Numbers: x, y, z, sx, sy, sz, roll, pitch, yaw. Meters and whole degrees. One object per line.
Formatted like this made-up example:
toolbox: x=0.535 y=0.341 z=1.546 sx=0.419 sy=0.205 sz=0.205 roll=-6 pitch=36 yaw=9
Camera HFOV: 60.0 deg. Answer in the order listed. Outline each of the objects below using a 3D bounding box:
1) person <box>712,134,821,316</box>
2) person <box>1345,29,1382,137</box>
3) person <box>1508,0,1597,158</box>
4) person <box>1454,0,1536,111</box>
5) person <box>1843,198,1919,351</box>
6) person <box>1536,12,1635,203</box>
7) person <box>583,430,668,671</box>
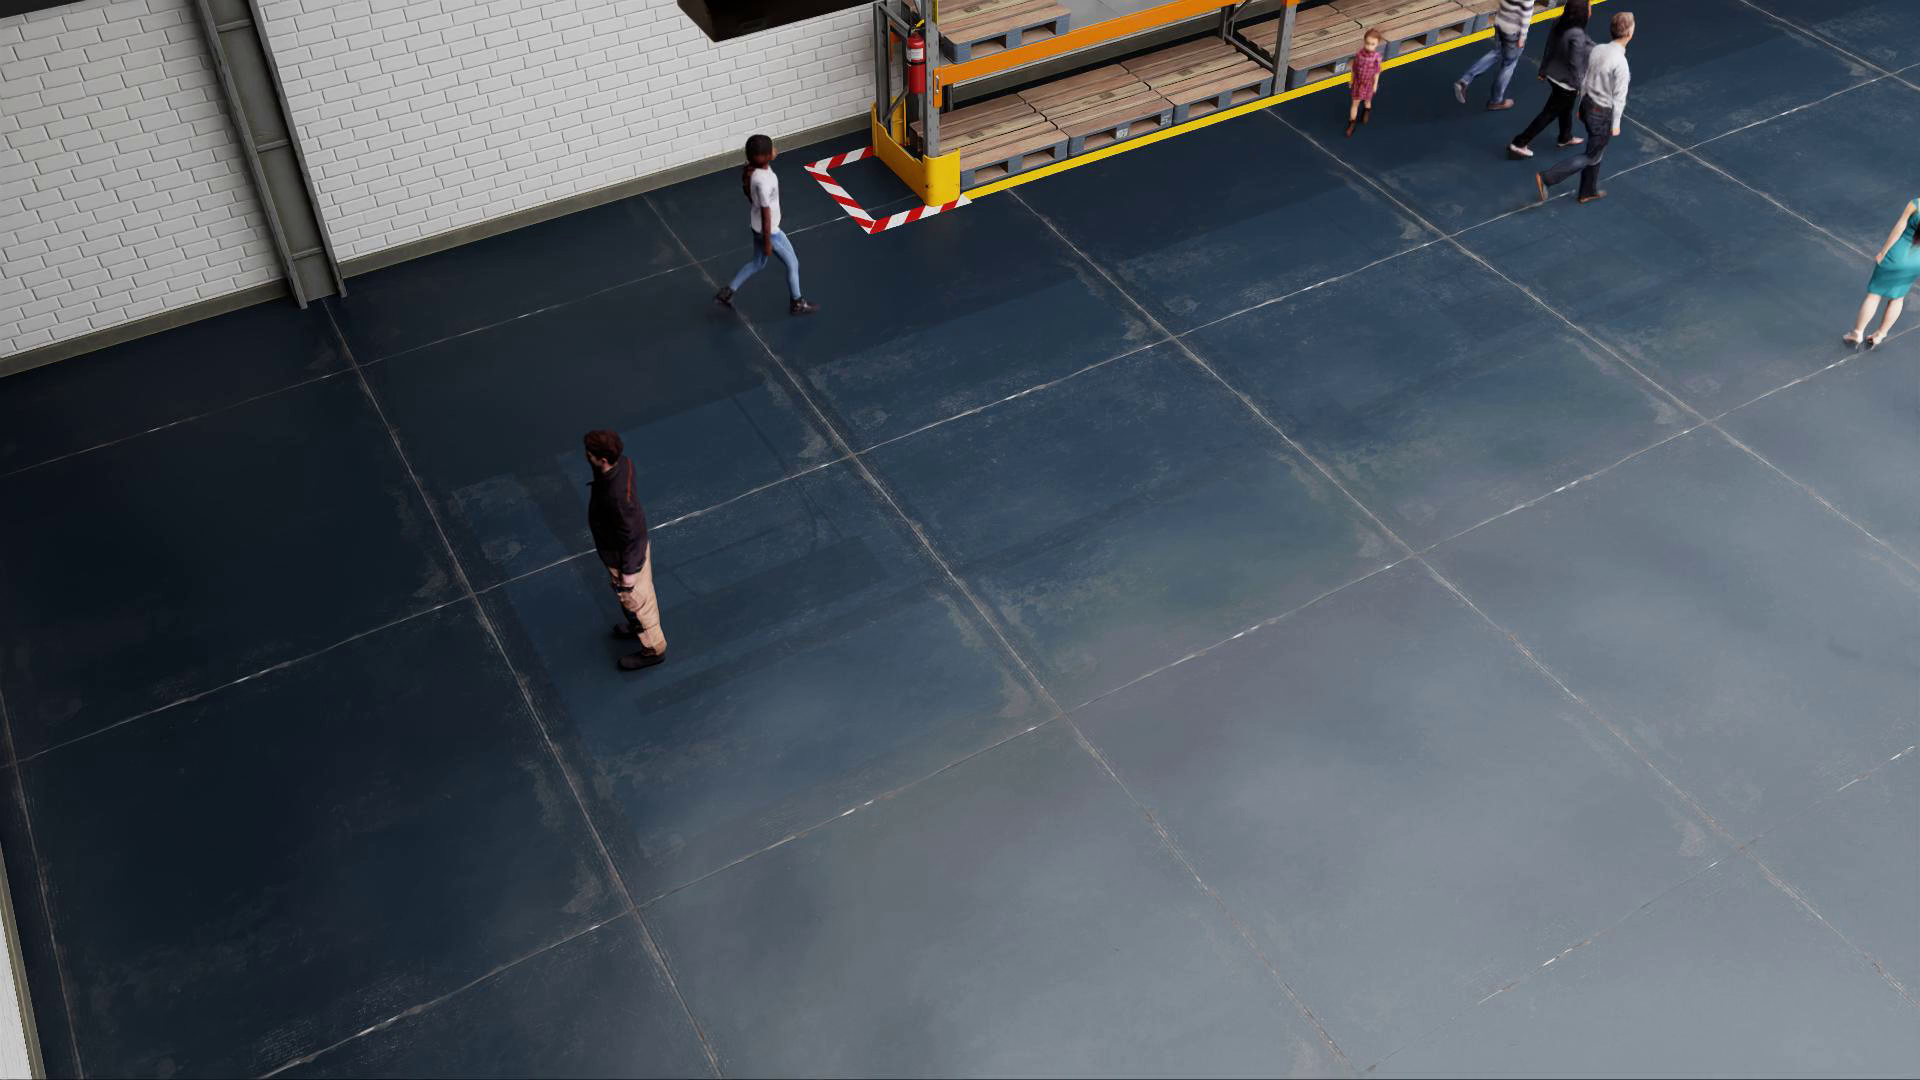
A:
person: x=-1.647 y=-2.492 z=13.461 sx=1.171 sy=1.687 sz=0.792 roll=-11 pitch=45 yaw=-11
person: x=3.903 y=-4.432 z=15.986 sx=0.645 sy=1.012 sz=0.752 roll=17 pitch=46 yaw=17
person: x=5.524 y=-4.256 z=15.401 sx=1.148 sy=1.565 sz=0.950 roll=-3 pitch=44 yaw=-3
person: x=5.183 y=-4.917 z=15.907 sx=0.981 sy=1.825 sz=0.807 roll=-12 pitch=45 yaw=-12
person: x=7.487 y=-2.222 z=13.177 sx=0.574 sy=1.689 sz=0.675 roll=3 pitch=44 yaw=3
person: x=5.582 y=-3.762 z=14.717 sx=1.112 sy=1.794 sz=0.867 roll=-8 pitch=44 yaw=-8
person: x=-2.135 y=0.057 z=10.613 sx=0.716 sy=1.924 sz=0.774 roll=-7 pitch=44 yaw=-8
